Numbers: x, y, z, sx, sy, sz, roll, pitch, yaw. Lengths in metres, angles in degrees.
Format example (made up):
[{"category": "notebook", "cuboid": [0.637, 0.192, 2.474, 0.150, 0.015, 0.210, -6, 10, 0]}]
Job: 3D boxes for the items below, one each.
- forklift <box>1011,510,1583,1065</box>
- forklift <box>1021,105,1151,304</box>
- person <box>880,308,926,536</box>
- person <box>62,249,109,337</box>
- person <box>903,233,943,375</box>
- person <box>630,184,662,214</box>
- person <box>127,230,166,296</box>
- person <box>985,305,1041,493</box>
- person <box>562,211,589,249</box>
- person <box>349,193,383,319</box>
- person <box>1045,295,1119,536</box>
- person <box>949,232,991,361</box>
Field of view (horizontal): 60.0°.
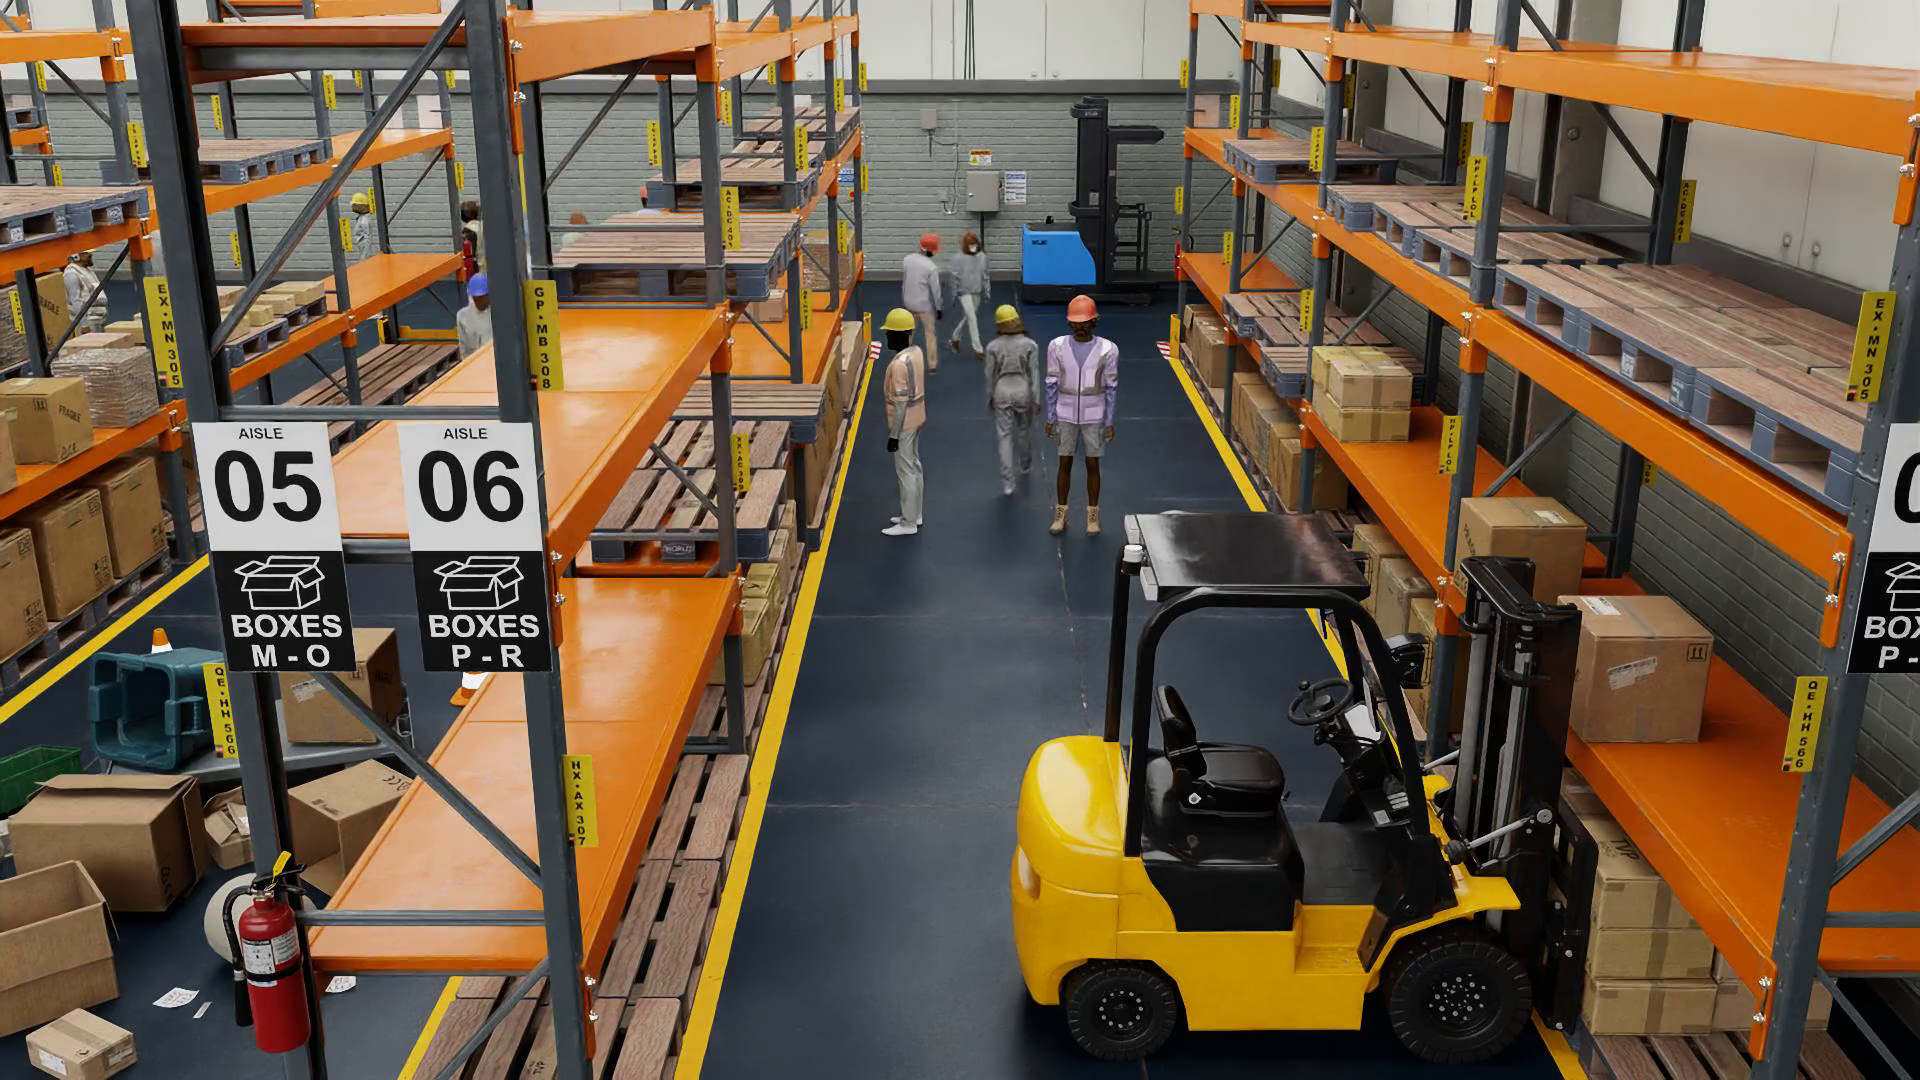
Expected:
[{"category": "forklift", "cuboid": [1.387, 1.055, 7.378, 2.313, 2.155, 1.214, 0, 18, 0]}, {"category": "forklift", "cuboid": [1.857, -4.944, 24.441, 1.873, 2.768, 1.129, 0, 18, 0]}, {"category": "person", "cuboid": [-0.480, -0.986, 13.966, 0.367, 1.927, 0.584, 4, 19, 13]}, {"category": "person", "cuboid": [-9.746, -2.481, 18.634, 0.403, 1.835, 0.588, -4, 19, -12]}, {"category": "person", "cuboid": [-0.452, -2.828, 19.892, 0.603, 1.704, 0.409, 15, 23, 38]}, {"category": "person", "cuboid": [-4.251, -3.921, 22.910, 0.534, 1.902, 0.925, -8, 20, -23]}, {"category": "person", "cuboid": [-10.239, -3.319, 21.208, 0.603, 1.825, 0.798, -12, 22, -32]}, {"category": "person", "cuboid": [0.495, -1.335, 15.393, 0.511, 1.685, 0.901, 1, 18, 4]}, {"category": "person", "cuboid": [-5.065, -3.591, 22.318, 0.522, 1.618, 0.429, -9, 20, -24]}, {"category": "person", "cuboid": [-8.329, -3.981, 23.309, 0.288, 1.746, 0.487, -8, 20, -22]}, {"category": "person", "cuboid": [1.005, -1.028, 13.923, 0.614, 2.039, 0.402, 3, 19, 9]}, {"category": "person", "cuboid": [0.095, -3.081, 20.840, 0.512, 1.592, 0.787, -12, 22, -31]}]
